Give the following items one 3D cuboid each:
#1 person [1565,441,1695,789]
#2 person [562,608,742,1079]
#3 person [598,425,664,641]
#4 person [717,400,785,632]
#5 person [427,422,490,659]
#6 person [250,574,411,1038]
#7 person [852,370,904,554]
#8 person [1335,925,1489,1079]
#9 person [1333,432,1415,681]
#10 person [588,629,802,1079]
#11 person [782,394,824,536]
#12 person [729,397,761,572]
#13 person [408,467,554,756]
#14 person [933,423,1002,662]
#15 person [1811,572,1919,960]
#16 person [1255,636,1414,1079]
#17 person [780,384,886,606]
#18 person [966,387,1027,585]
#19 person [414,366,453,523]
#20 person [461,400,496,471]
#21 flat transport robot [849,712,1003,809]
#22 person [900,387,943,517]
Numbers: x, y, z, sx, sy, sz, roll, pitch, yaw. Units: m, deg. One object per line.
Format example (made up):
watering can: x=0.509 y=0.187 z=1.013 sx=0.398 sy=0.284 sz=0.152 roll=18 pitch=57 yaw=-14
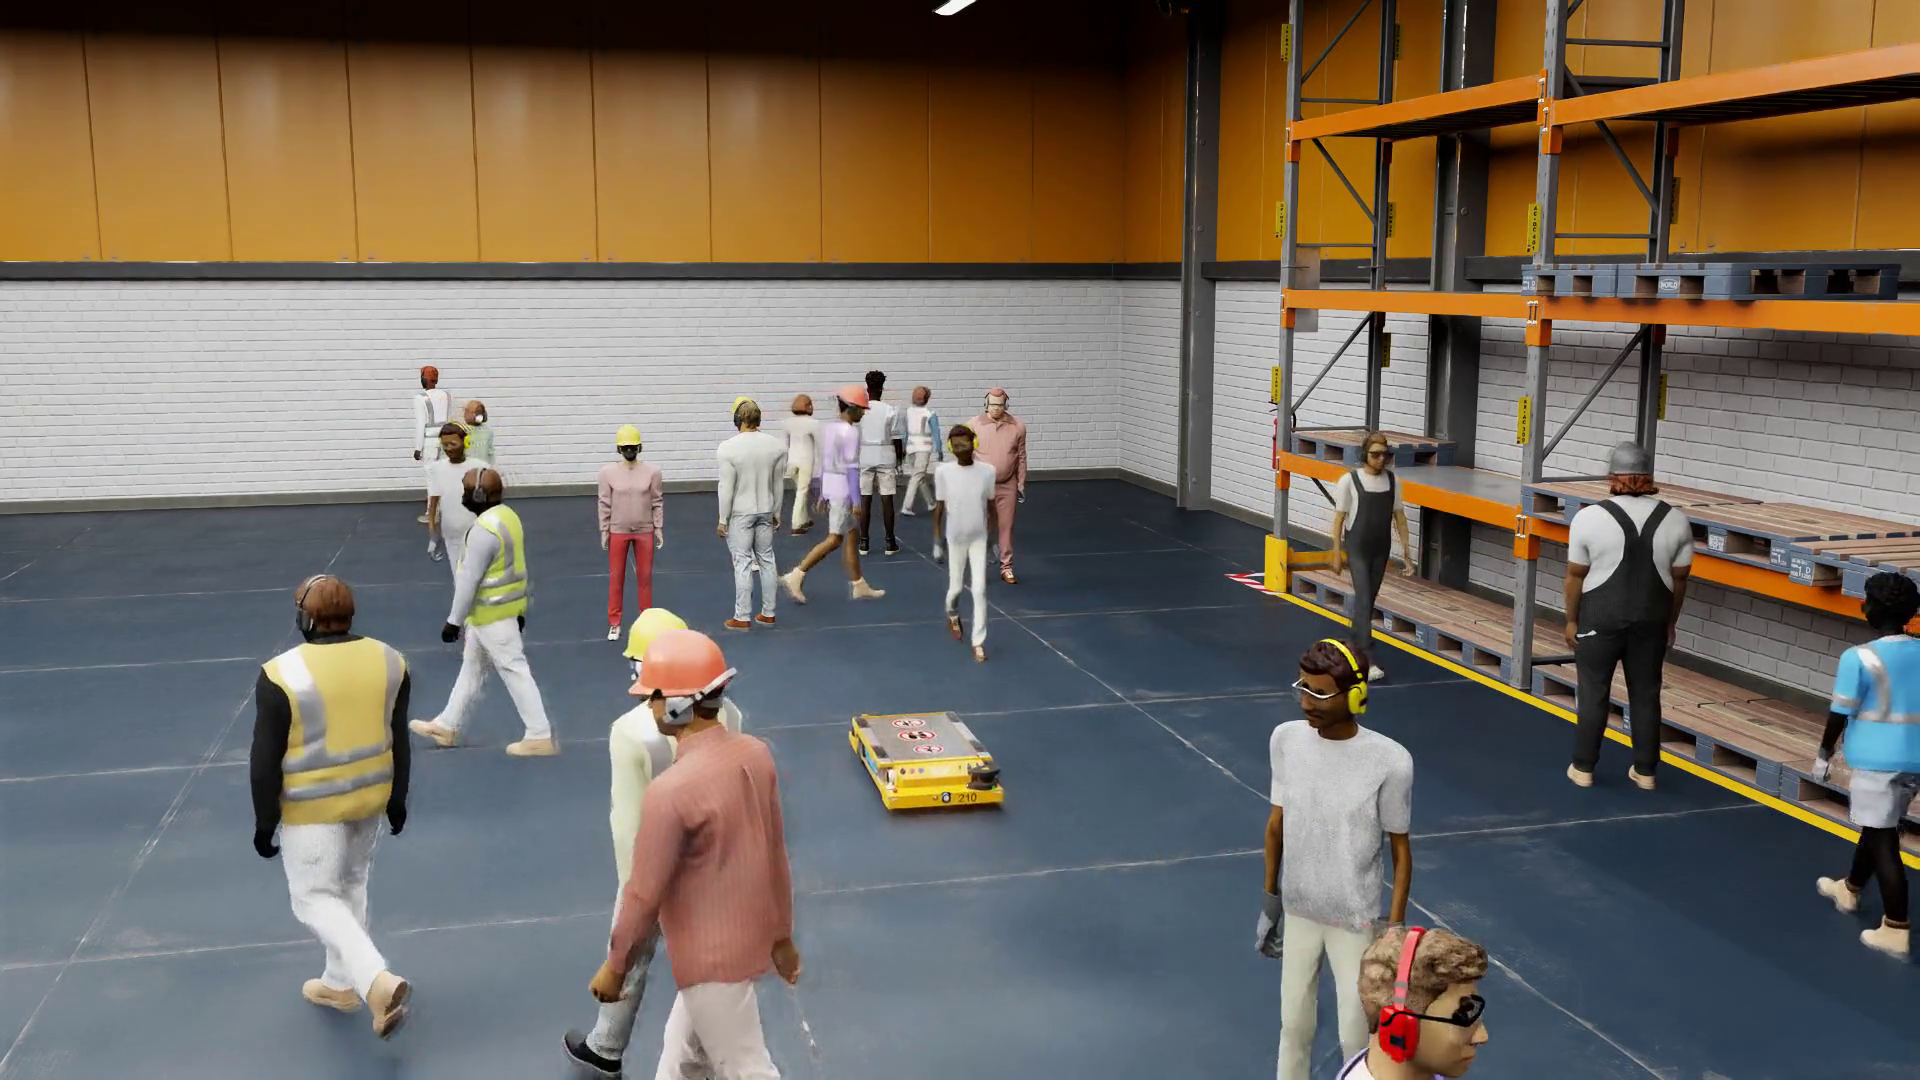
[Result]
person: x=3.846 y=0.423 z=9.679 sx=0.683 sy=2.000 sz=0.535 roll=1 pitch=9 yaw=5
person: x=-1.106 y=1.129 z=6.025 sx=0.851 sy=1.792 sz=0.631 roll=7 pitch=12 yaw=39
person: x=-2.669 y=-0.059 z=13.547 sx=0.526 sy=1.768 sz=0.331 roll=-3 pitch=10 yaw=-17
person: x=-1.756 y=-0.203 z=13.907 sx=0.636 sy=1.939 sz=0.365 roll=-8 pitch=12 yaw=-40
person: x=-3.894 y=0.008 z=12.909 sx=0.501 sy=1.832 sz=0.805 roll=1 pitch=9 yaw=4
person: x=-2.400 y=1.042 z=6.510 sx=0.765 sy=1.820 sz=0.635 roll=6 pitch=11 yaw=35
person: x=-0.892 y=-0.818 z=17.660 sx=0.602 sy=1.966 sz=0.368 roll=1 pitch=9 yaw=5
person: x=0.738 y=1.585 z=3.175 sx=0.927 sy=1.815 sz=0.560 roll=6 pitch=11 yaw=33
person: x=3.074 y=0.120 z=12.251 sx=0.533 sy=1.811 sz=0.835 roll=-3 pitch=10 yaw=-17
person: x=-0.793 y=1.223 z=5.010 sx=1.002 sy=1.932 sz=0.603 roll=3 pitch=9 yaw=16
person: x=-1.753 y=-0.868 z=19.121 sx=0.505 sy=1.603 sz=0.746 roll=6 pitch=11 yaw=31
person: x=-2.129 y=-0.561 z=16.723 sx=0.360 sy=1.758 sz=0.521 roll=2 pitch=9 yaw=12
person: x=-2.974 y=0.451 z=10.272 sx=0.954 sy=1.791 sz=0.624 roll=-1 pitch=9 yaw=-3
person: x=0.060 y=-0.010 z=13.050 sx=0.541 sy=1.839 sz=0.768 roll=-1 pitch=9 yaw=-5
person: x=4.070 y=0.963 z=7.461 sx=0.551 sy=1.658 sz=0.808 roll=-2 pitch=9 yaw=-15
person: x=1.176 y=1.217 z=5.296 sx=0.520 sy=1.860 sz=0.329 roll=7 pitch=12 yaw=39
person: x=-1.160 y=-0.404 z=15.001 sx=0.940 sy=2.003 sz=0.636 roll=-3 pitch=10 yaw=-21
person: x=0.339 y=-0.514 z=15.970 sx=0.639 sy=1.902 sz=0.406 roll=-1 pitch=9 yaw=-9
person: x=-6.330 y=-1.148 z=19.981 sx=0.355 sy=1.882 sz=0.576 roll=4 pitch=10 yaw=25
person: x=-5.379 y=-0.747 z=18.316 sx=0.527 sy=1.615 sz=0.511 roll=7 pitch=12 yaw=39
flat transport robot: x=-0.230 y=1.273 z=9.879 sx=0.652 sy=0.197 sz=1.431 roll=-2 pitch=9 yaw=-12
person: x=-0.483 y=-1.095 z=20.557 sx=0.536 sy=1.592 sz=0.877 roll=7 pitch=12 yaw=38
